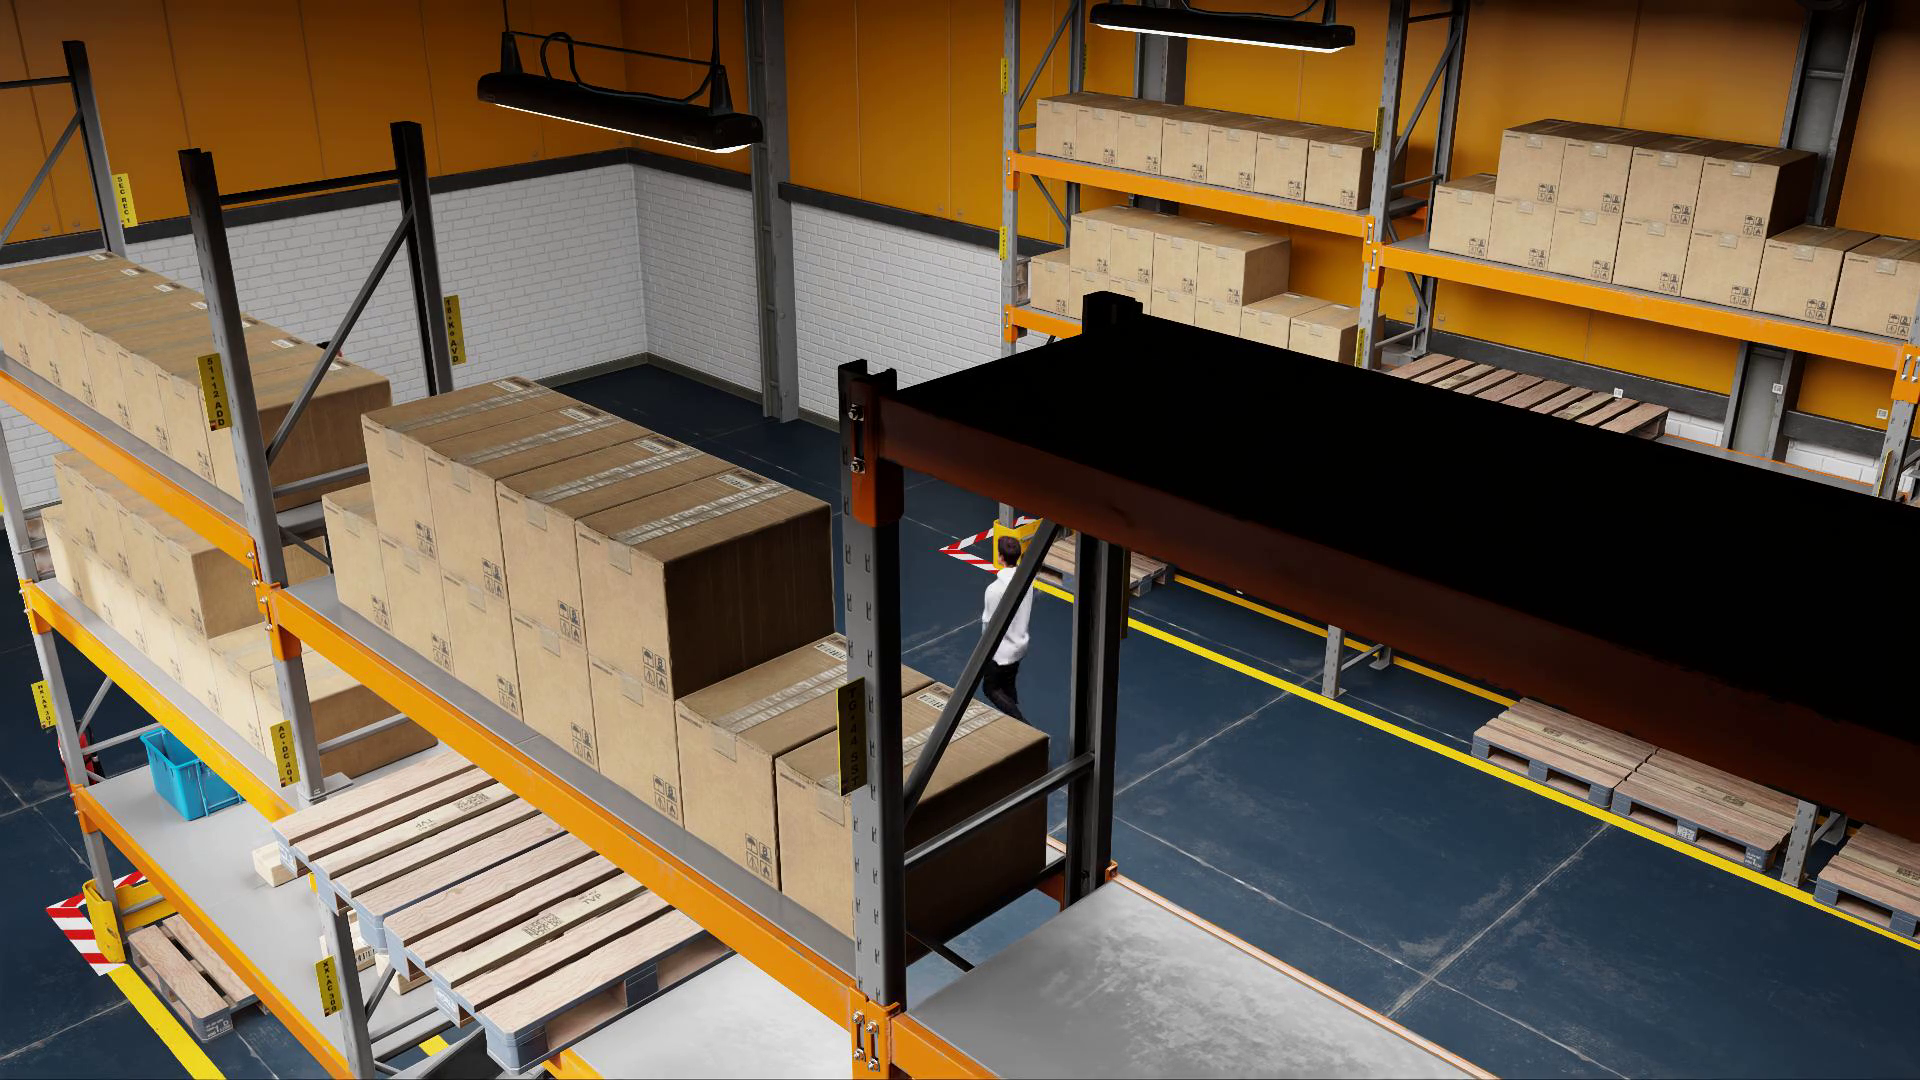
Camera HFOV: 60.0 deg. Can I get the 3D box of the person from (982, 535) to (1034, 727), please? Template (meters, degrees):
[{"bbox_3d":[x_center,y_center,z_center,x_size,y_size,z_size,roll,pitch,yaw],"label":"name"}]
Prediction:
[{"bbox_3d":[0.448,0.897,13.612,0.910,1.913,0.706,20,31,38],"label":"person"}]
